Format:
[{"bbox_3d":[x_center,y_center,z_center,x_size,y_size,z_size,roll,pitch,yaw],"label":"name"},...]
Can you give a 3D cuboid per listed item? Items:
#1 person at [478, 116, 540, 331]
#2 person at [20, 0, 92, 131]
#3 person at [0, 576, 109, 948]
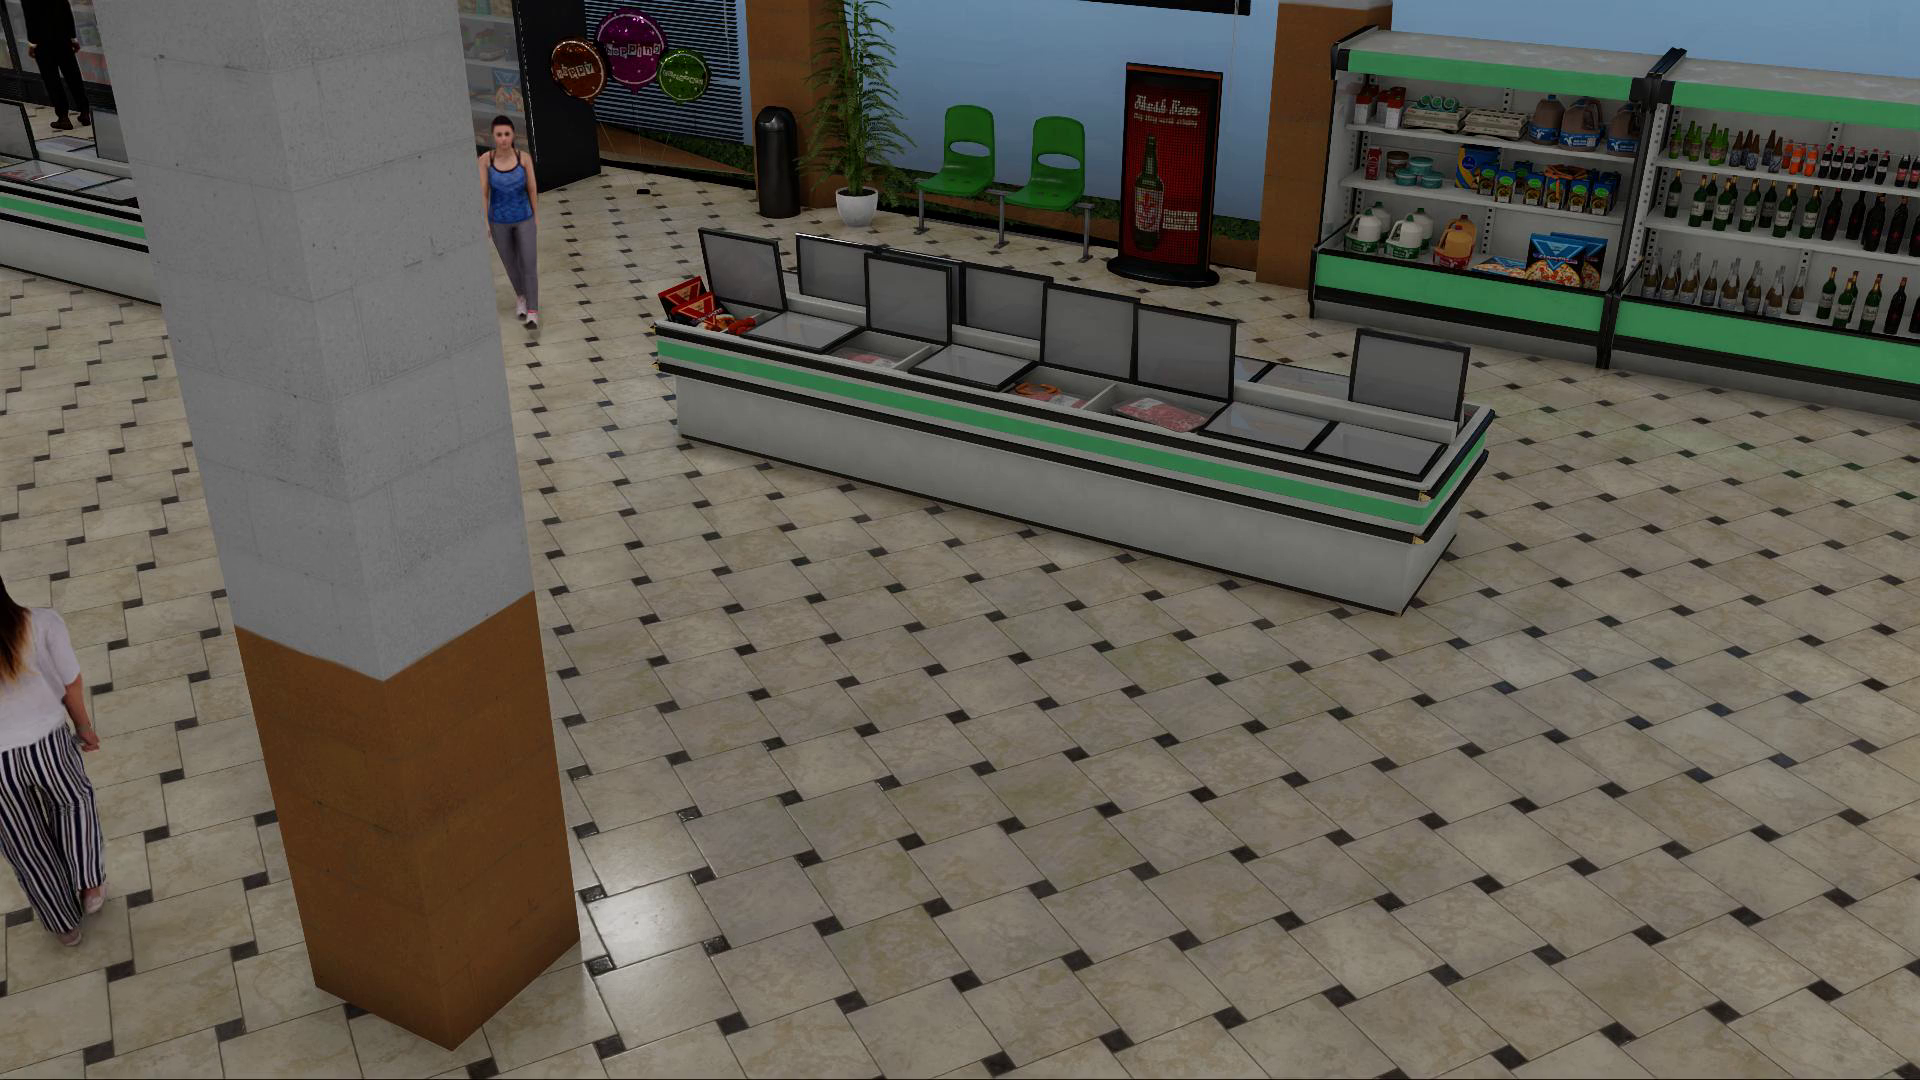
[{"bbox_3d":[-3.389,-2.408,12.571,1.019,1.573,1.027,-4,27,-8],"label":"person"},{"bbox_3d":[-10.026,-5.523,18.348,0.638,1.904,0.733,19,33,33],"label":"person"},{"bbox_3d":[-3.449,0.807,6.125,0.807,1.669,0.823,-19,32,-32],"label":"person"}]
